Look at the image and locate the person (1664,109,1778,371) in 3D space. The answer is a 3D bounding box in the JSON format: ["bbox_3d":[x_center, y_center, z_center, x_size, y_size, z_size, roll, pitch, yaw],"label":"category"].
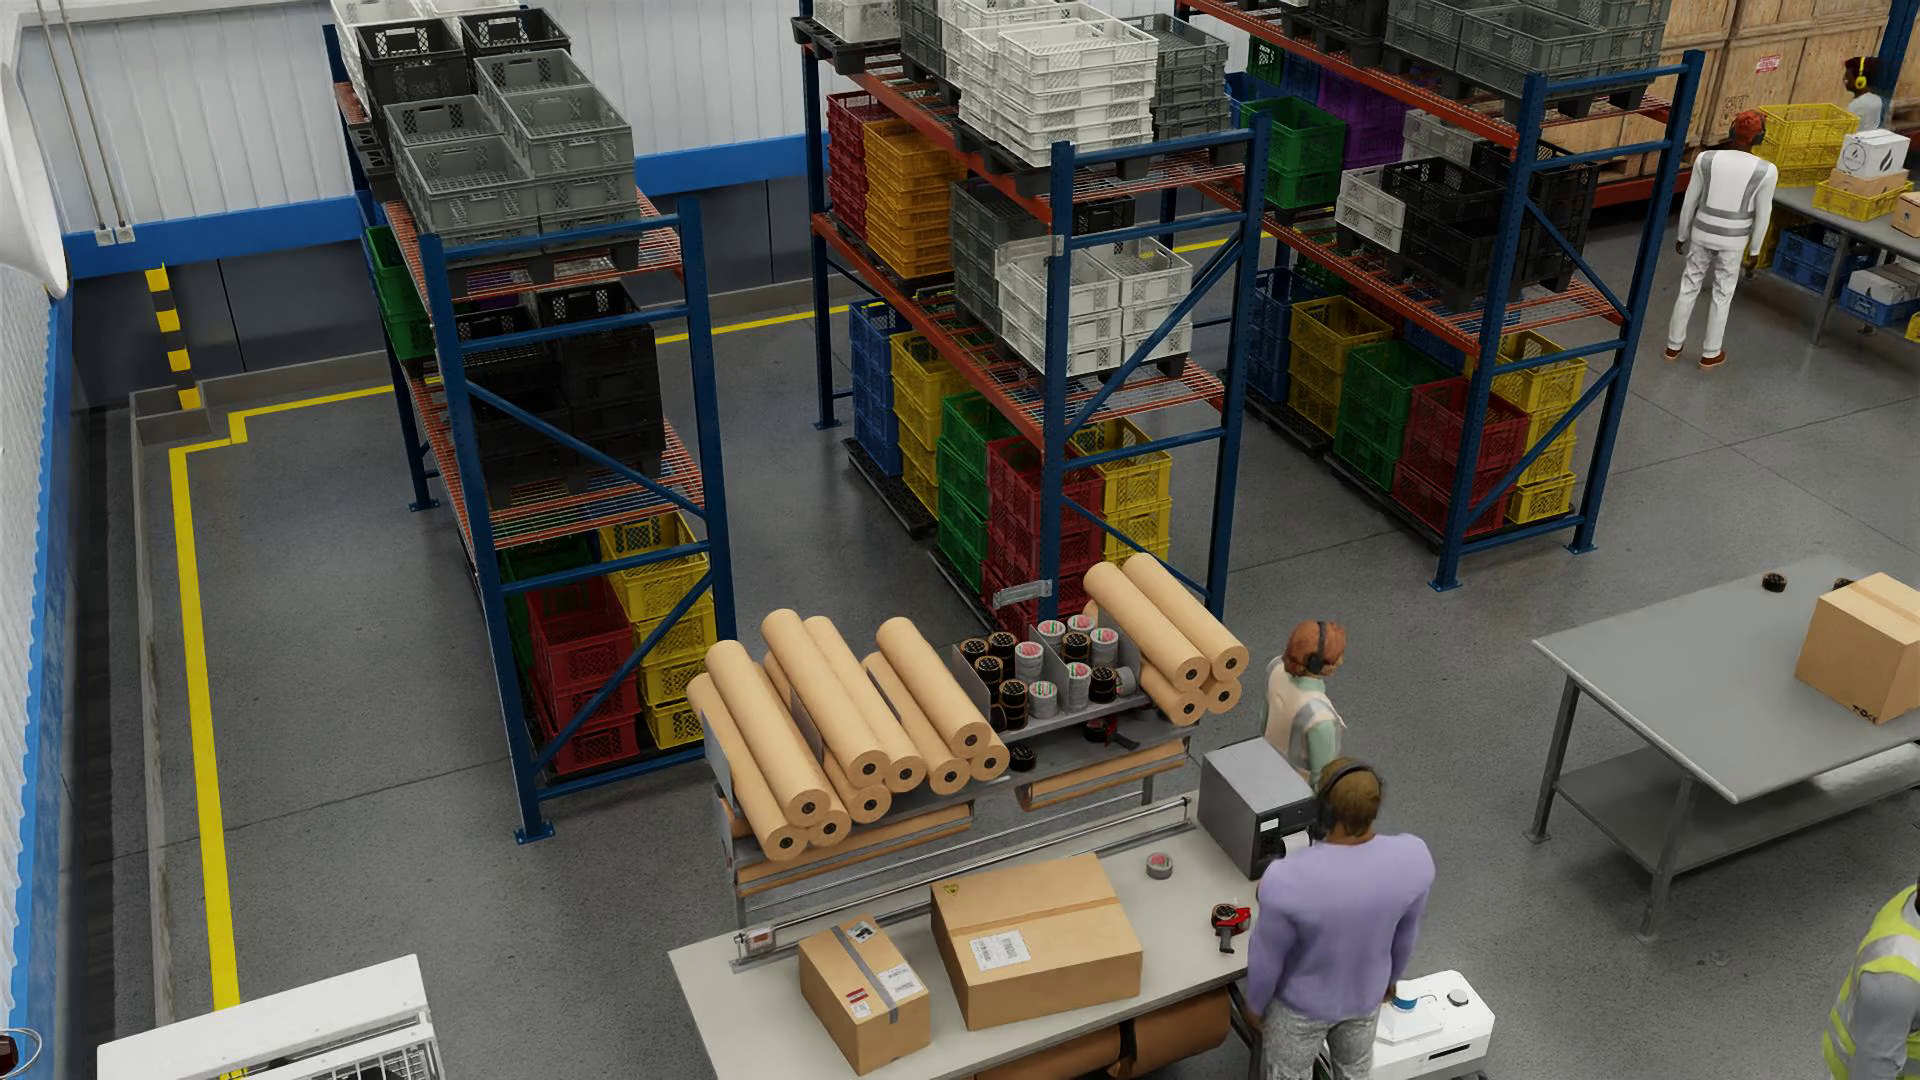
[{"bbox_3d":[5.427,-2.138,11.889,0.583,1.882,0.337,22,38,31],"label":"person"}]

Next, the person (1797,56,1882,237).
[{"bbox_3d":[6.926,-2.941,13.237,0.570,1.830,0.830,-20,37,-29],"label":"person"}]

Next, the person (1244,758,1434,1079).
[{"bbox_3d":[1.282,1.570,5.827,0.628,1.931,0.369,-8,33,-13],"label":"person"}]

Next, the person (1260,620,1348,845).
[{"bbox_3d":[1.393,1.039,6.961,0.312,1.638,0.512,-9,33,-14],"label":"person"}]

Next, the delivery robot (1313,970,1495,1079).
[{"bbox_3d":[1.702,1.920,6.471,0.707,0.478,0.477,-10,33,-16],"label":"delivery robot"}]

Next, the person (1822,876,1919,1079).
[{"bbox_3d":[3.120,1.768,5.584,0.429,1.846,0.626,24,39,33],"label":"person"}]
